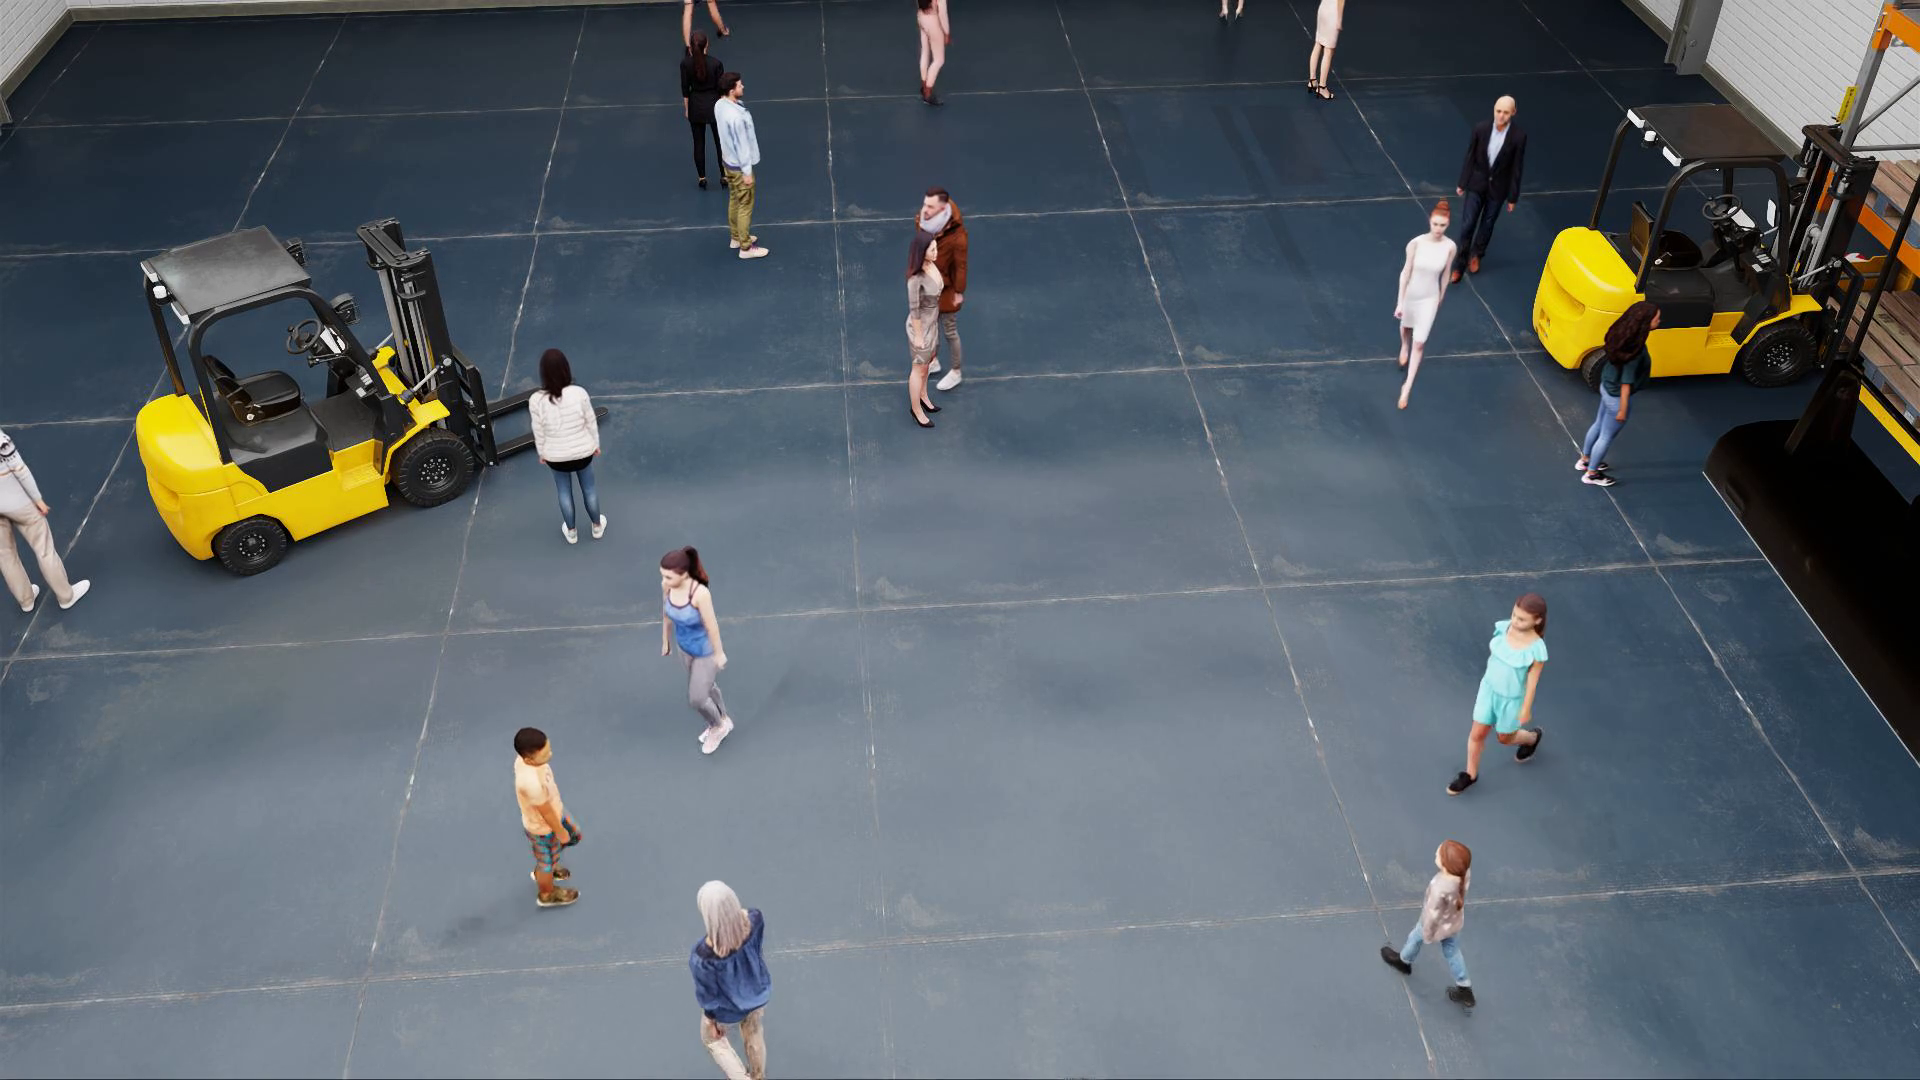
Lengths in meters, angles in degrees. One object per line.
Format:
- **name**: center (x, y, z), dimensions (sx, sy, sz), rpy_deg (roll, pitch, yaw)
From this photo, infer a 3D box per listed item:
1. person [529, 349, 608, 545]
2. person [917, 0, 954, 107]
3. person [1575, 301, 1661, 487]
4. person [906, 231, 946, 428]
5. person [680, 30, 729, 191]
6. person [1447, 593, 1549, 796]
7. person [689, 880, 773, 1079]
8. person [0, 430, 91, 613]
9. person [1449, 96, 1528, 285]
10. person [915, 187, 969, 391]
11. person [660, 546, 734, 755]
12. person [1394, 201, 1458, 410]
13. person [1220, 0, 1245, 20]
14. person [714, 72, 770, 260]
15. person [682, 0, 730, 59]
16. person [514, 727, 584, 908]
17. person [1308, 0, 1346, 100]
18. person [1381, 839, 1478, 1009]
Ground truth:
- **person**: center (-2.897, -0.684, 12.305), dimensions (0.650, 1.635, 0.600), rpy_deg (-10, 40, -12)
- **person**: center (-0.355, -5.751, 18.601), dimensions (0.679, 1.696, 0.865), rpy_deg (32, 48, 33)
- **person**: center (5.093, -1.143, 12.896), dimensions (0.690, 1.615, 0.581), rpy_deg (4, 39, 4)
- **person**: center (-0.294, -1.729, 13.525), dimensions (0.724, 1.745, 0.560), rpy_deg (9, 39, 11)
- **person**: center (-2.580, -4.349, 16.874), dimensions (0.610, 1.660, 0.554), rpy_deg (-1, 39, -1)
- **person**: center (3.450, 0.932, 10.356), dimensions (0.892, 1.542, 0.976), rpy_deg (-22, 44, -25)
- **person**: center (-1.075, 2.381, 8.424), dimensions (0.843, 1.689, 0.784), rpy_deg (31, 48, 33)
- **person**: center (-6.677, -0.270, 11.607), dimensions (0.672, 1.860, 0.538), rpy_deg (-3, 39, -4)
- **person**: center (4.932, -3.314, 15.482), dimensions (0.980, 1.780, 1.117), rpy_deg (14, 41, 17)
- **person**: center (-0.166, -2.129, 13.954), dimensions (0.826, 1.835, 0.888), rpy_deg (28, 46, 31)
- **person**: center (-1.622, 0.659, 10.657), dimensions (0.706, 1.594, 0.772), rpy_deg (29, 47, 32)
- **person**: center (3.826, -2.032, 13.908), dimensions (0.826, 1.741, 1.179), rpy_deg (9, 39, 11)
- **person**: center (3.416, -7.275, 20.515), dimensions (0.580, 1.690, 0.521), rpy_deg (3, 39, 3)
- **person**: center (-2.106, -3.556, 15.760), dimensions (0.805, 1.812, 0.638), rpy_deg (-17, 42, -20)
- **person**: center (-3.140, -6.473, 19.443), dimensions (0.962, 1.773, 1.188), rpy_deg (16, 41, 19)
- **person**: center (-2.466, 1.621, 9.570), dimensions (0.630, 1.447, 0.544), rpy_deg (-10, 40, -13)
- **person**: center (4.137, -5.867, 18.640), dimensions (0.672, 1.828, 0.520), rpy_deg (-13, 40, -16)
- **person**: center (2.703, 2.112, 9.168), dimensions (0.729, 1.181, 0.895), rpy_deg (-22, 44, -26)
